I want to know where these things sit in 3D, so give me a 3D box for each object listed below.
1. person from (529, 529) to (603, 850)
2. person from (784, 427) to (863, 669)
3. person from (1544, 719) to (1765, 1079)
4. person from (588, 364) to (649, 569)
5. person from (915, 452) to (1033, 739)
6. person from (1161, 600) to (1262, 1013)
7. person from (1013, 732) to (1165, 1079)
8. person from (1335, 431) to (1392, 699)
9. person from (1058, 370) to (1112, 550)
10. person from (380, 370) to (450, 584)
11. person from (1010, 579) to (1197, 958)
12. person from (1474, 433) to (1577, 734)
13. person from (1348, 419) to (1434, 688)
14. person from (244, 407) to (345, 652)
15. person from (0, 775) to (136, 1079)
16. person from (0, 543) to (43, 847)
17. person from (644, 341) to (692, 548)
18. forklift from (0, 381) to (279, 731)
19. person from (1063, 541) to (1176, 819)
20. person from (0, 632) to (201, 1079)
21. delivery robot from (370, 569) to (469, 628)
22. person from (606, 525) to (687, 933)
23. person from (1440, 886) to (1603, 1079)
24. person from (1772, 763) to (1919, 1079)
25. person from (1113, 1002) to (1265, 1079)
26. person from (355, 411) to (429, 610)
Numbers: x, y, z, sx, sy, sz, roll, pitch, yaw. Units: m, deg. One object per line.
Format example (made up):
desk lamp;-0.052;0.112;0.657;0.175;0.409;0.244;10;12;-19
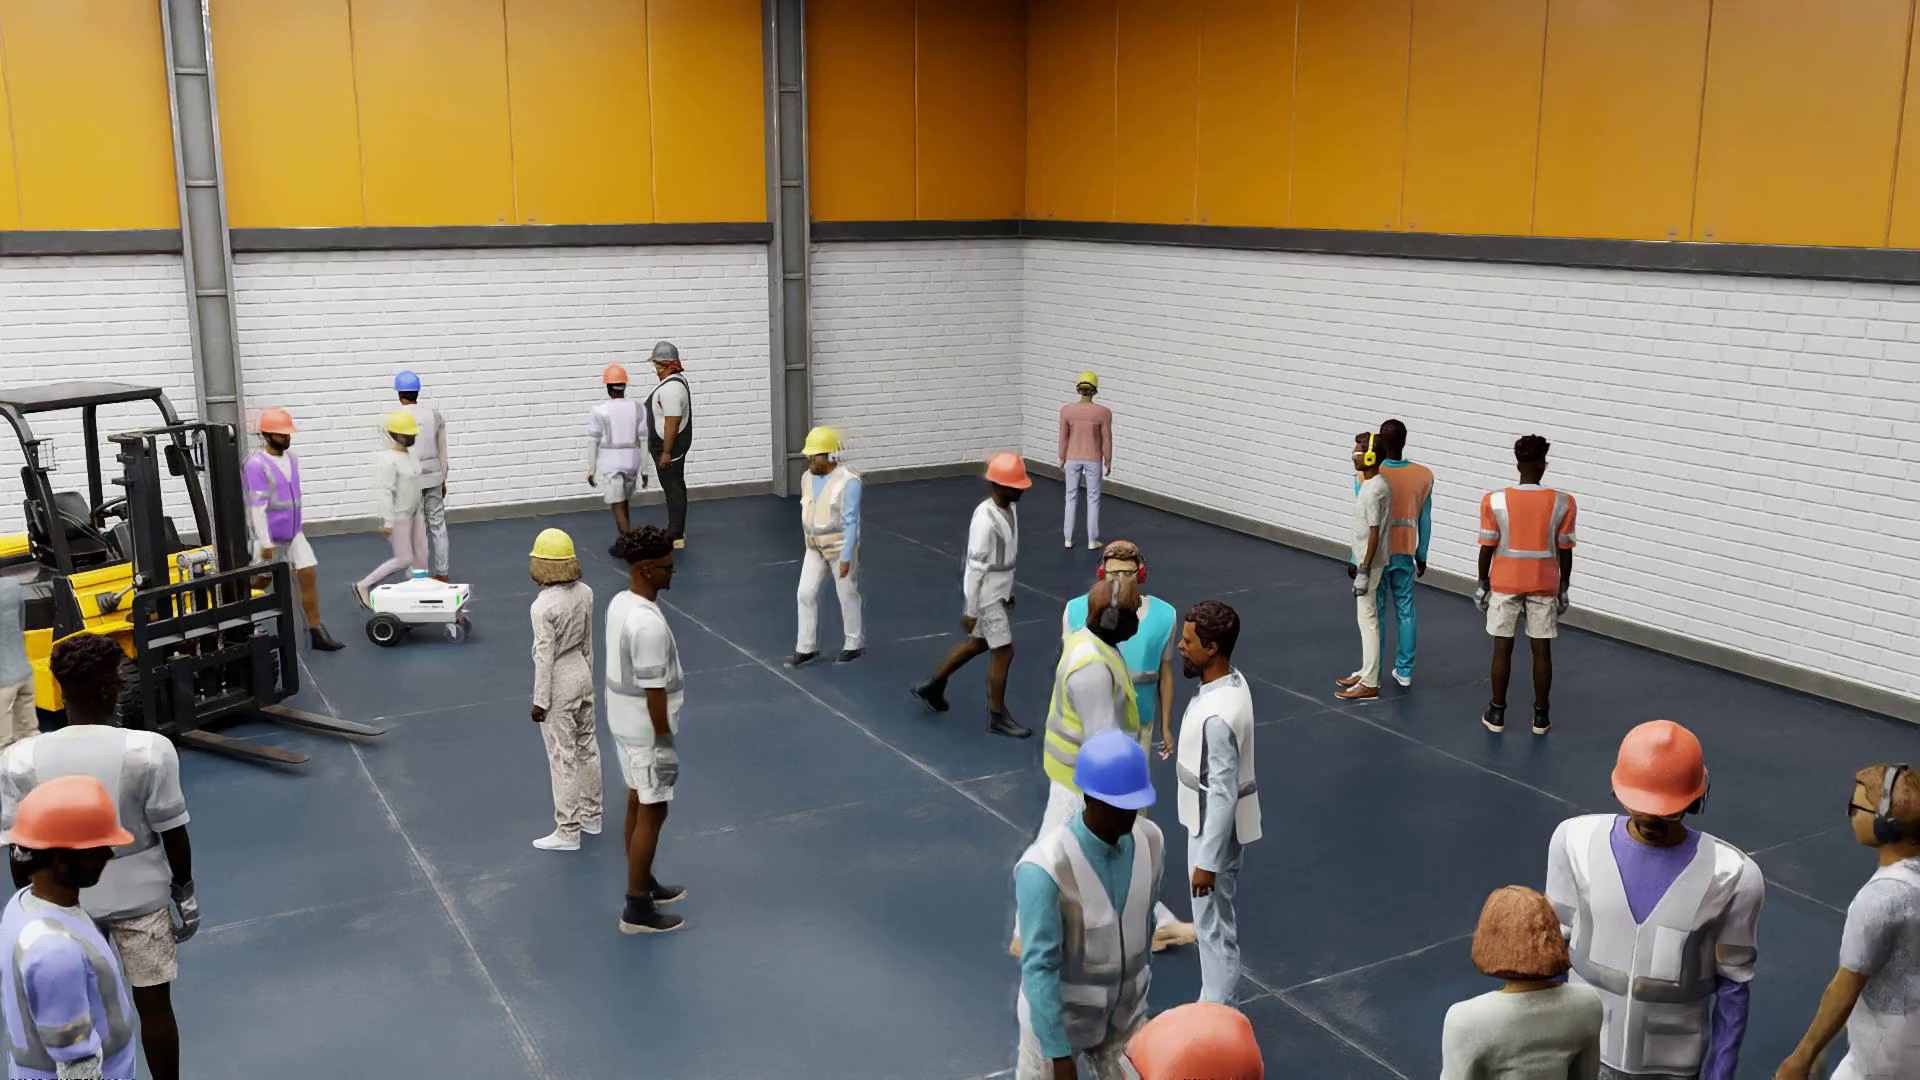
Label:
person;-2.144;0.796;8.934;0.295;1.744;0.492;4;13;19
person;-0.996;0.077;12.178;0.593;1.801;0.729;9;15;37
person;1.998;1.502;4.938;0.605;2.036;0.383;7;14;30
person;-3.169;-0.692;15.551;0.556;1.903;0.949;-7;14;-31
person;0.076;0.331;10.795;0.838;1.890;0.577;4;13;17
person;1.024;1.179;6.723;0.386;1.918;0.595;2;12;8
person;0.416;1.499;5.312;0.606;1.885;1.027;-7;14;-31
person;2.808;0.183;11.533;0.328;1.861;0.514;3;13;16
person;1.226;-0.776;16.276;0.532;1.758;0.345;3;12;14
person;-4.763;-0.508;14.559;0.403;1.948;0.605;11;16;42
person;0.681;1.069;7.530;0.963;1.789;0.650;2;12;11
person;3.653;0.289;10.786;0.607;1.963;0.373;3;12;14
person;3.047;0.103;11.772;0.596;1.915;0.373;-3;12;-12
person;-5.249;-0.082;12.721;0.994;1.891;0.555;4;13;20
person;-2.485;1.606;4.716;0.410;1.938;0.548;-9;15;-36
person;-5.204;0.782;8.986;0.374;1.760;0.522;1;12;3
person;-2.904;-0.938;16.356;0.538;2.000;0.683;-1;12;-5
forklift;-5.853;0.085;11.199;2.313;2.155;1.214;7;14;28
person;0.774;0.897;8.213;0.563;1.848;0.390;0;12;0
person;-3.106;1.297;6.067;0.612;1.959;0.365;-3;12;-12
delivery robot;-4.222;0.474;13.025;0.707;0.478;0.477;-1;12;-3
person;-1.527;0.898;7.987;0.490;1.967;0.636;-6;13;-25
person;1.550;1.761;4.690;0.504;1.627;0.276;-3;12;-15
person;2.770;1.559;5.183;0.857;1.807;0.536;12;17;43
person;0.259;1.875;3.322;0.721;1.976;0.645;2;12;8
person;-4.628;-0.204;13.644;0.621;1.746;0.536;2;12;8
